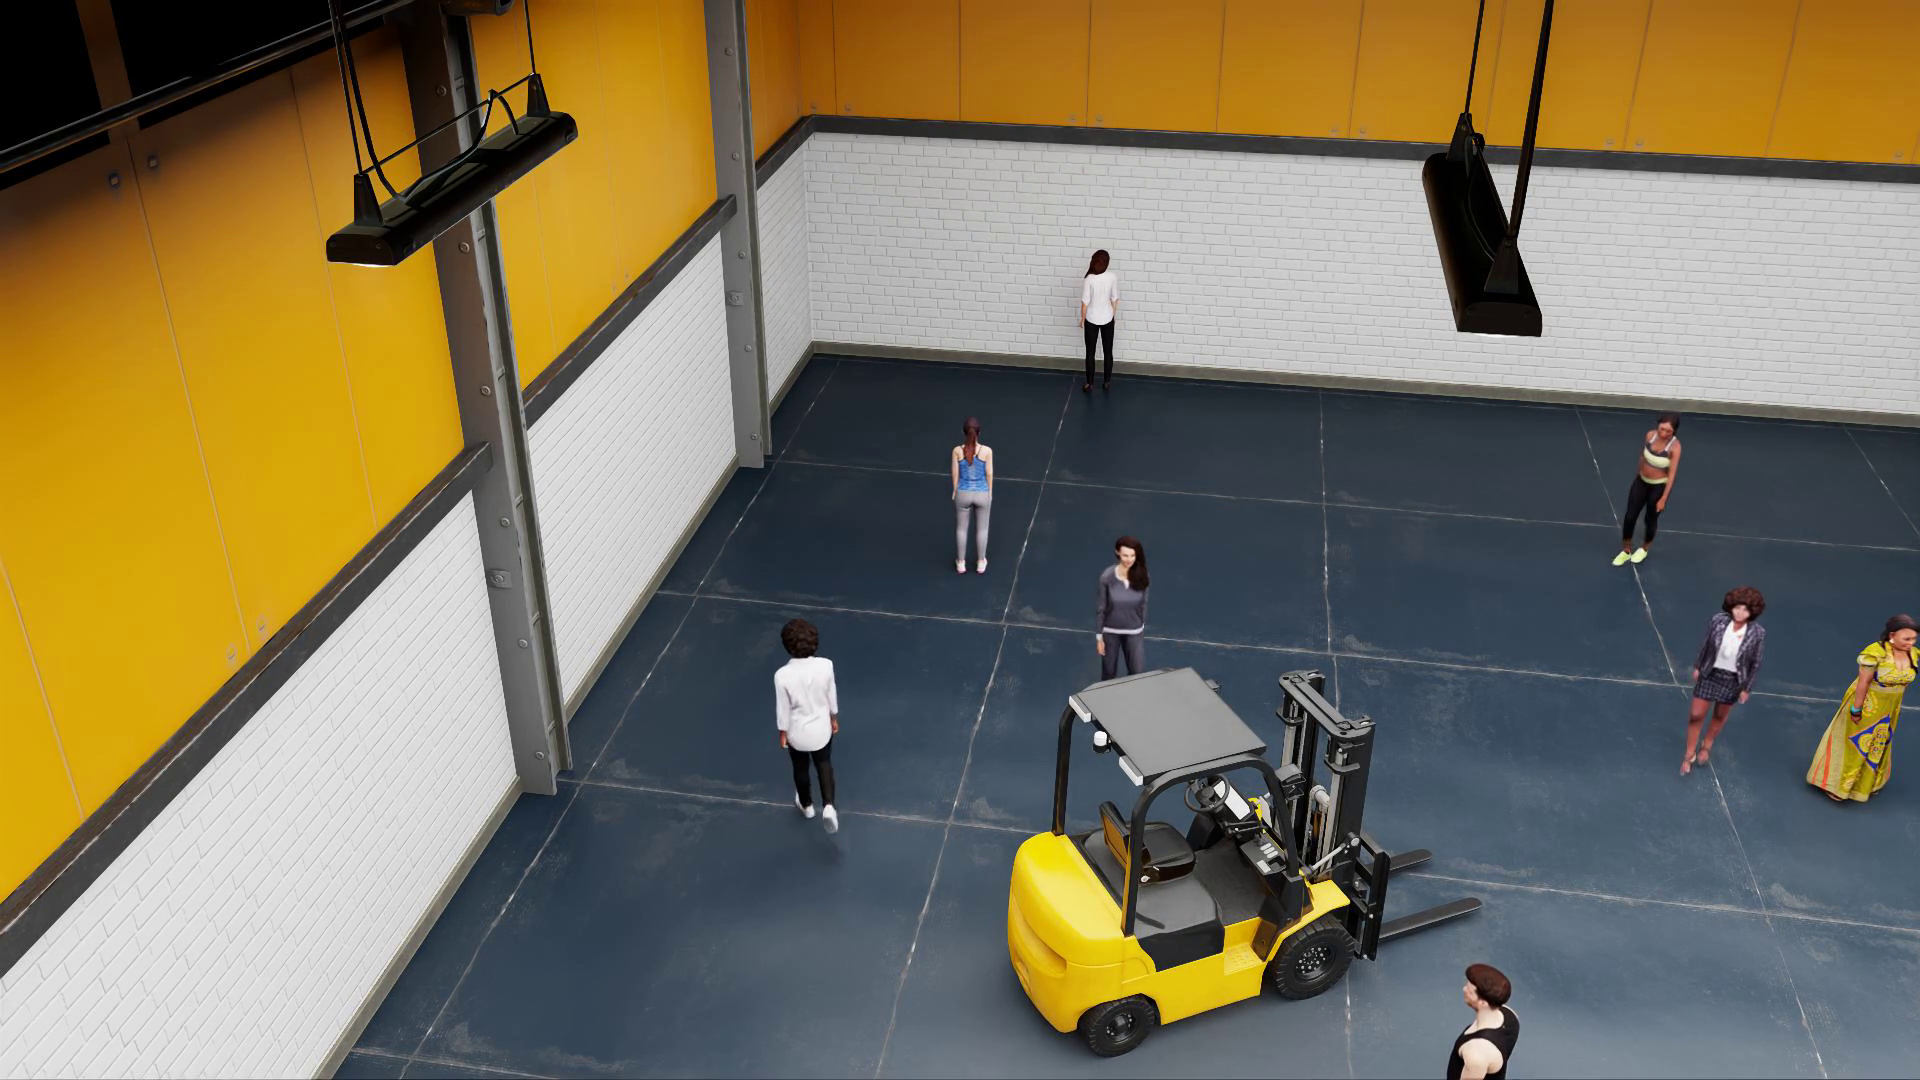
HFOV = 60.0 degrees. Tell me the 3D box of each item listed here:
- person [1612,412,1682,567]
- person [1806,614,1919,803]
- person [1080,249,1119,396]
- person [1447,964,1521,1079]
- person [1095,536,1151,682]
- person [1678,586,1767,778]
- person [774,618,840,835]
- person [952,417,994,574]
[{"bbox_3d":[6.723,-0.517,16.120,0.865,1.708,0.800,-15,32,-26],"label":"person"},{"bbox_3d":[7.077,1.279,12.884,1.013,1.655,0.986,-9,30,-15],"label":"person"},{"bbox_3d":[1.666,-2.600,19.849,0.677,1.795,0.652,-6,29,-12],"label":"person"},{"bbox_3d":[2.864,3.132,9.244,0.797,1.888,0.637,17,33,28],"label":"person"},{"bbox_3d":[1.306,0.727,13.794,0.756,1.751,0.906,-3,29,-5],"label":"person"},{"bbox_3d":[6.071,1.079,13.221,0.775,1.682,0.849,17,33,28],"label":"person"},{"bbox_3d":[-1.111,1.426,12.471,0.896,1.793,1.052,-9,30,-16],"label":"person"},{"bbox_3d":[0.123,-0.432,16.070,0.564,1.608,0.551,2,29,4],"label":"person"}]
